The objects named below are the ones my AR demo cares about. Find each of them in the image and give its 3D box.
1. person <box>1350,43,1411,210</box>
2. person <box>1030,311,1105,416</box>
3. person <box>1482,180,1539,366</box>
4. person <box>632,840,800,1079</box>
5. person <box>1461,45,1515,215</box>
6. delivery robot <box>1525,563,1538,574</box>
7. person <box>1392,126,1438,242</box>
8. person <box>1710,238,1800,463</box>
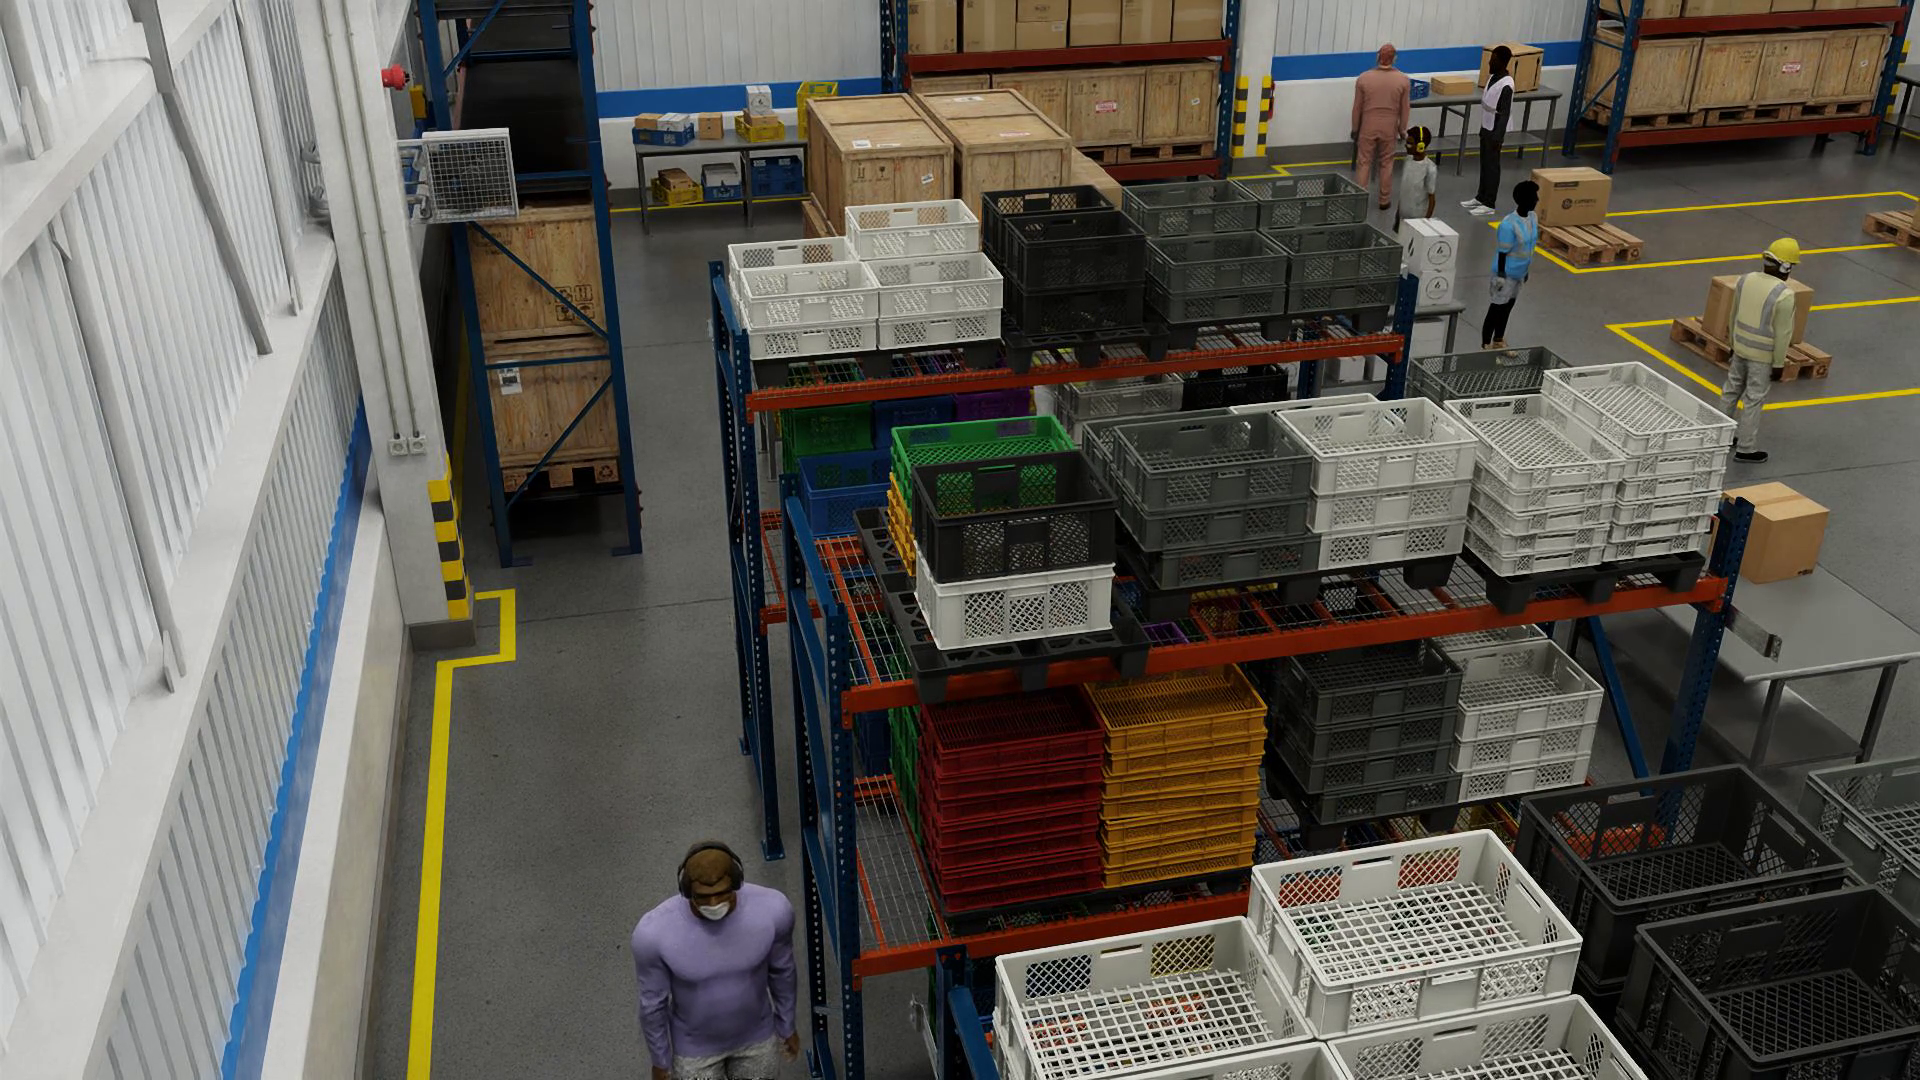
[{"bbox_3d":[4.894,-4.822,19.426,0.651,1.906,0.403,5,28,10],"label":"person"},{"bbox_3d":[0.771,-1.242,12.701,0.636,1.842,0.429,14,31,25],"label":"person"},{"bbox_3d":[5.013,-2.435,15.117,0.535,1.697,0.322,-24,36,-38],"label":"person"},{"bbox_3d":[-0.926,1.953,6.537,0.629,1.939,0.372,-9,29,-17],"label":"person"},{"bbox_3d":[6.178,-4.746,19.266,0.392,1.920,0.587,0,28,0],"label":"person"},{"bbox_3d":[4.222,0.004,11.611,0.707,0.478,0.477,-25,37,-39],"label":"delivery robot"},{"bbox_3d":[4.394,-3.101,16.205,0.331,1.866,0.513,-10,29,-18],"label":"person"},{"bbox_3d":[6.354,-1.509,13.226,0.403,1.825,0.586,-9,29,-16],"label":"person"}]
